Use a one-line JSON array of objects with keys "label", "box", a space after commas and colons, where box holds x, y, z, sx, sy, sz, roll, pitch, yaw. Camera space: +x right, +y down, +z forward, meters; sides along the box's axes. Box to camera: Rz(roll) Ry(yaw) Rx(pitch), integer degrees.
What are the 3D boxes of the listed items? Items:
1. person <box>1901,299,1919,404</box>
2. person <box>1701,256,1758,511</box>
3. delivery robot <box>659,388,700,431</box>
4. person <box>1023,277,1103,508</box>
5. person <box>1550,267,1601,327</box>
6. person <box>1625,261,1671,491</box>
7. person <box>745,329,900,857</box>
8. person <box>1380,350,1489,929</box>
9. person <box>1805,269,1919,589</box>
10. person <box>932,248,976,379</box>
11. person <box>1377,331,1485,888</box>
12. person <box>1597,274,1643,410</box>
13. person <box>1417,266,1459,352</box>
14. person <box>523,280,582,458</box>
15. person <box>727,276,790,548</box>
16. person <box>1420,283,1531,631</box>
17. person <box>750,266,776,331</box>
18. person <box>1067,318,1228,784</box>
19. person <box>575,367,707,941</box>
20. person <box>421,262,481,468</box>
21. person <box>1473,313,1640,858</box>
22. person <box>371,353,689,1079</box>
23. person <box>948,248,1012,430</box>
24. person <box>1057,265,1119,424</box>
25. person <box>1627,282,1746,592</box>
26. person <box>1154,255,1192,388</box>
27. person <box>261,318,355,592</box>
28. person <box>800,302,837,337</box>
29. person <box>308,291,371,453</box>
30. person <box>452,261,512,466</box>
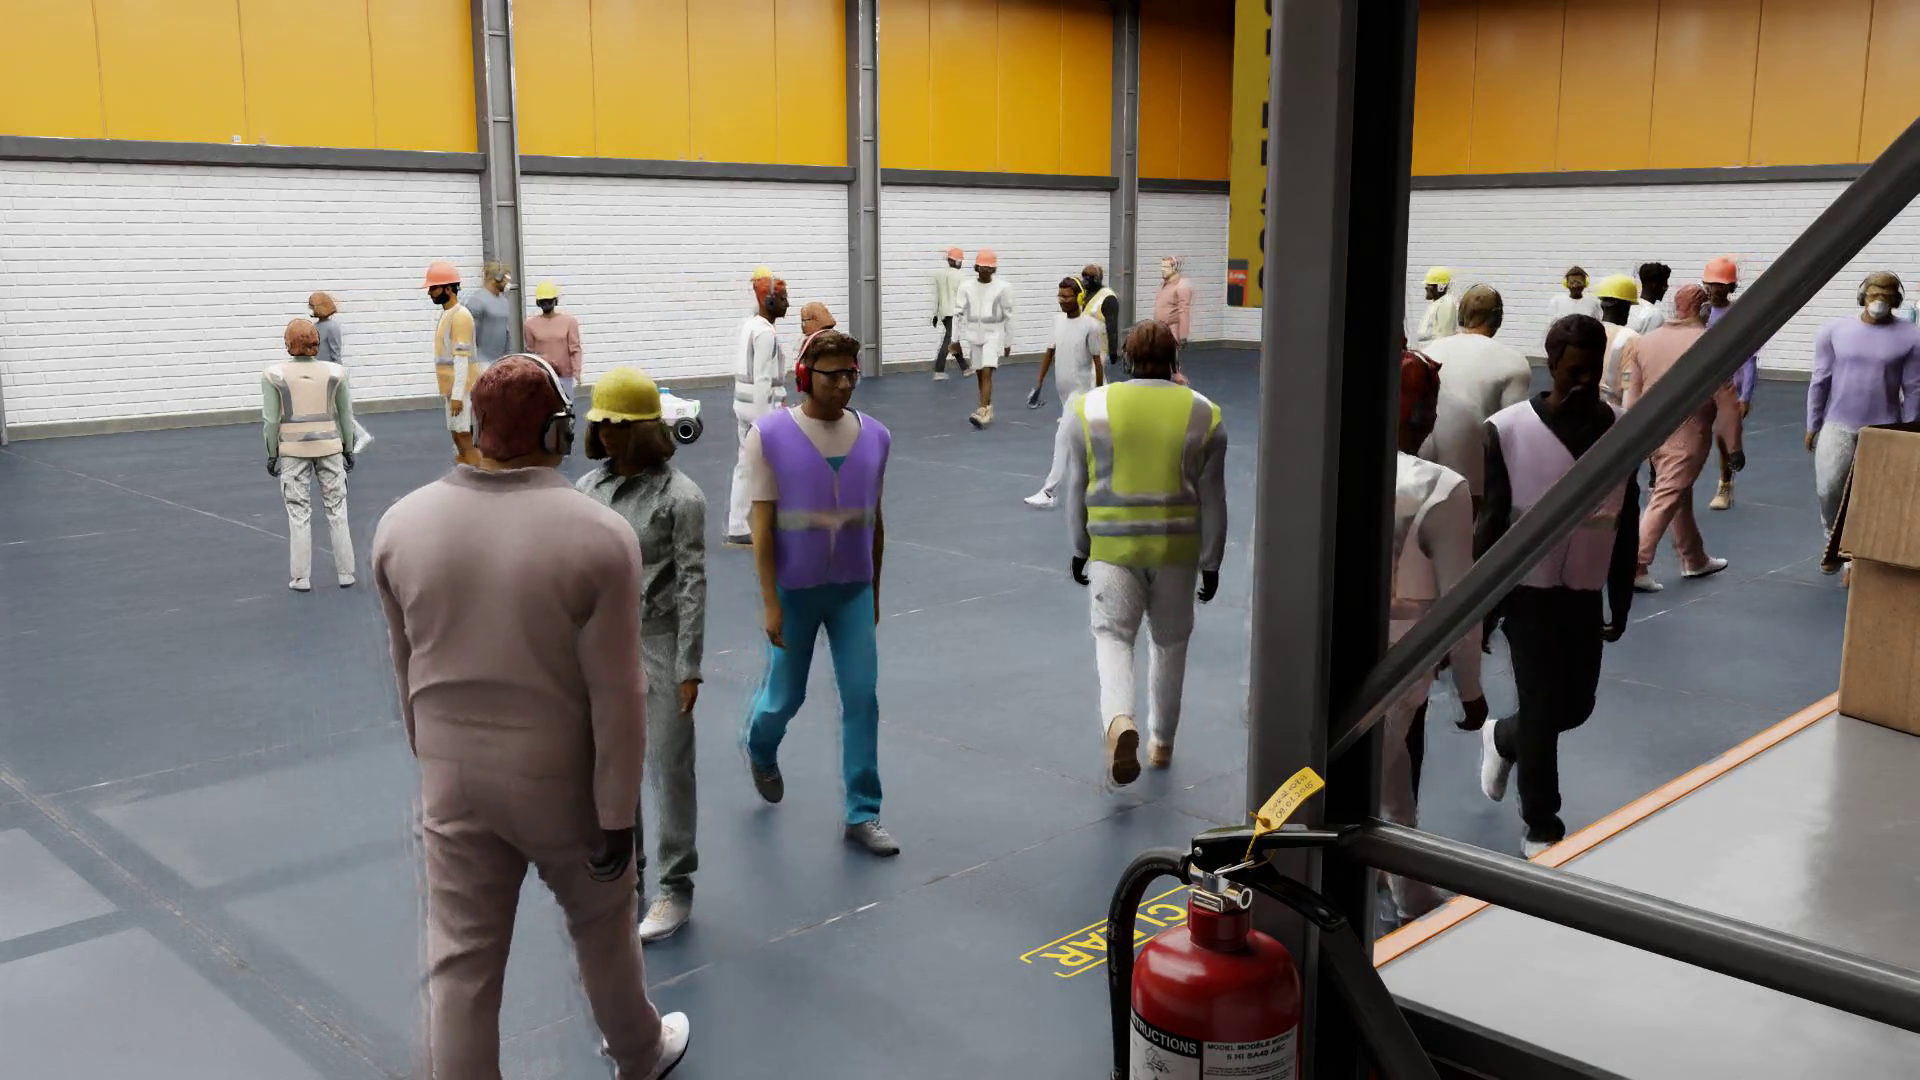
[{"label": "person", "box": [12.012, -2.443, 20.669, 0.839, 1.601, 0.520, -9, 14, -41]}, {"label": "person", "box": [5.728, -1.162, 12.672, 0.618, 1.982, 1.063, 9, 13, 39]}, {"label": "delivery robot", "box": [-3.052, -1.331, 17.199, 0.707, 0.478, 0.477, -1, 10, -3]}, {"label": "person", "box": [0.885, -1.176, 13.197, 1.003, 1.812, 0.513, -8, 13, -37]}, {"label": "person", "box": [6.232, -1.854, 16.887, 0.507, 1.806, 1.008, 4, 11, 20]}, {"label": "person", "box": [5.587, -1.357, 13.870, 0.912, 1.933, 0.602, -2, 11, -9]}, {"label": "person", "box": [-0.512, 0.157, 5.883, 0.558, 1.816, 0.809, -6, 12, -29]}, {"label": "person", "box": [1.153, 0.378, 4.693, 1.032, 1.827, 0.555, -6, 12, -28]}, {"label": "person", "box": [5.450, -0.661, 10.041, 0.640, 1.929, 0.428, 7, 12, 32]}, {"label": "person", "box": [-0.078, -3.374, 24.837, 1.043, 1.934, 0.643, -10, 14, -44]}, {"label": "person", "box": [1.228, 0.176, 5.186, 0.693, 2.000, 0.973, 6, 12, 28]}, {"label": "person", "box": [4.041, -0.747, 10.650, 0.809, 1.895, 0.597, -6, 12, -30]}, {"label": "person", "box": [4.906, -1.904, 17.137, 0.417, 1.812, 0.616, 1, 10, 7]}, {"label": "person", "box": [-3.805, -1.569, 15.565, 0.518, 1.724, 0.890, -3, 11, -15]}, {"label": "person", "box": [-1.263, -0.856, 11.335, 0.772, 1.856, 0.579, -4, 11, -21]}, {"label": "person", "box": [2.666, -0.367, 8.572, 1.046, 1.878, 0.654, -9, 13, -39]}, {"label": "person", "box": [-2.299, -2.323, 19.561, 0.316, 1.769, 0.525, -1, 10, -3]}, {"label": "person", "box": [0.724, 0.054, 6.465, 0.630, 1.819, 0.707, 1, 10, 5]}, {"label": "person", "box": [-0.987, 0.347, 5.065, 0.526, 1.738, 0.317, 6, 12, 28]}, {"label": "person", "box": [-3.881, -1.151, 12.730, 0.385, 1.931, 0.546, -6, 12, -30]}, {"label": "person", "box": [2.013, 0.159, 5.733, 0.598, 1.886, 0.753, -2, 11, -10]}, {"label": "person", "box": [-0.960, 0.510, 3.818, 0.659, 1.864, 0.930, 2, 11, 10]}, {"label": "person", "box": [0.233, -2.221, 18.400, 0.630, 1.973, 1.078, 3, 11, 18]}, {"label": "person", "box": [1.369, -2.103, 18.269, 0.917, 1.803, 0.640, -6, 12, -28]}, {"label": "person", "box": [4.382, -0.621, 10.056, 1.022, 1.849, 0.673, -5, 11, -23]}, {"label": "person", "box": [2.578, -2.569, 20.578, 0.421, 1.894, 0.644, -4, 11, -20]}, {"label": "person", "box": [-3.900, -0.505, 9.996, 0.523, 1.637, 0.310, -6, 12, -30]}, {"label": "person", "box": [-1.062, -0.986, 12.631, 0.279, 1.633, 0.497, -1, 10, -5]}, {"label": "person", "box": [-6.055, -1.587, 15.991, 0.776, 1.606, 0.513, -9, 14, -41]}, {"label": "person", "box": [-4.380, -1.614, 15.348, 0.479, 1.895, 0.710, 2, 11, 13]}]
